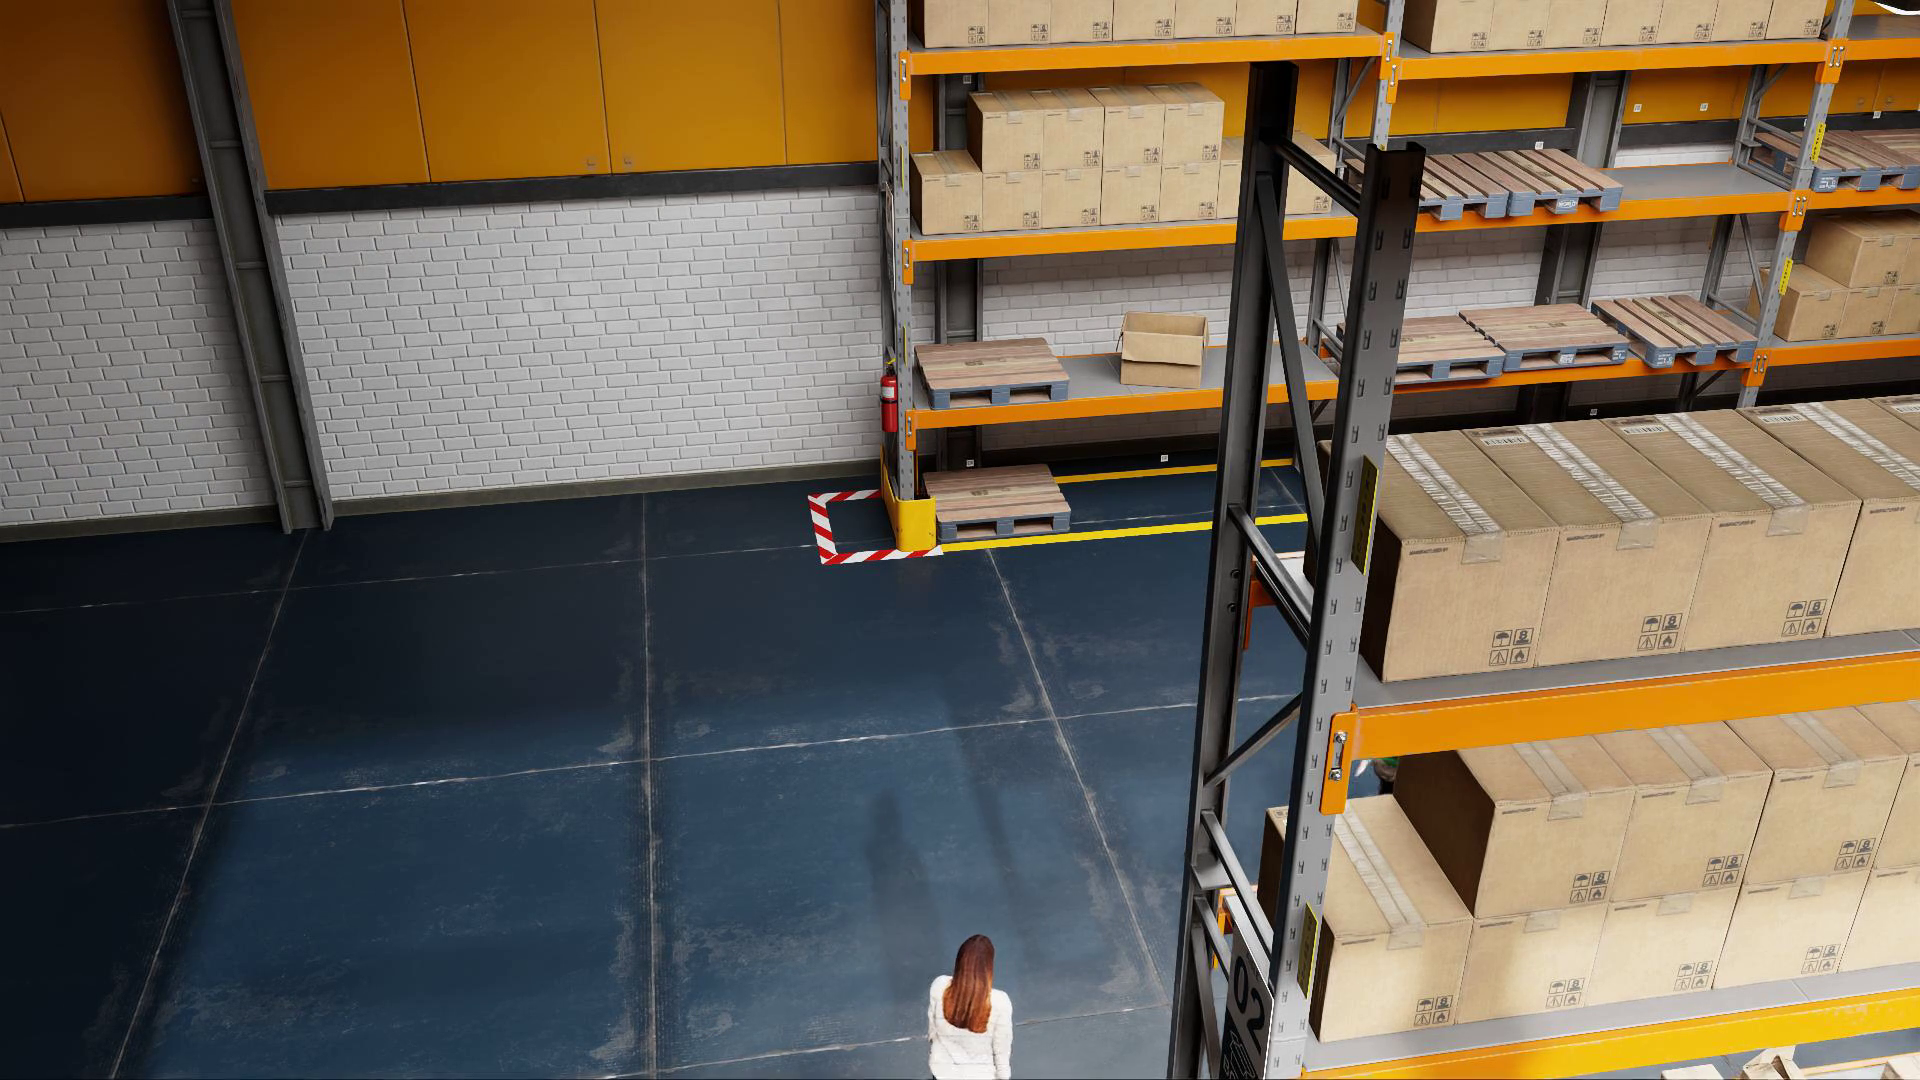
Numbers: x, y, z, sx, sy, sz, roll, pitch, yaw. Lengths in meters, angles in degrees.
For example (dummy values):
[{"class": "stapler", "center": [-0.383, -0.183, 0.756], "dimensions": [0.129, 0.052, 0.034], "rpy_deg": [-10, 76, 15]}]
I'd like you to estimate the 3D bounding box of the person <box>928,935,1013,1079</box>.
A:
[{"class": "person", "center": [0.013, 2.695, 8.203], "dimensions": [1.136, 1.649, 0.996], "rpy_deg": [8, 30, 14]}]
